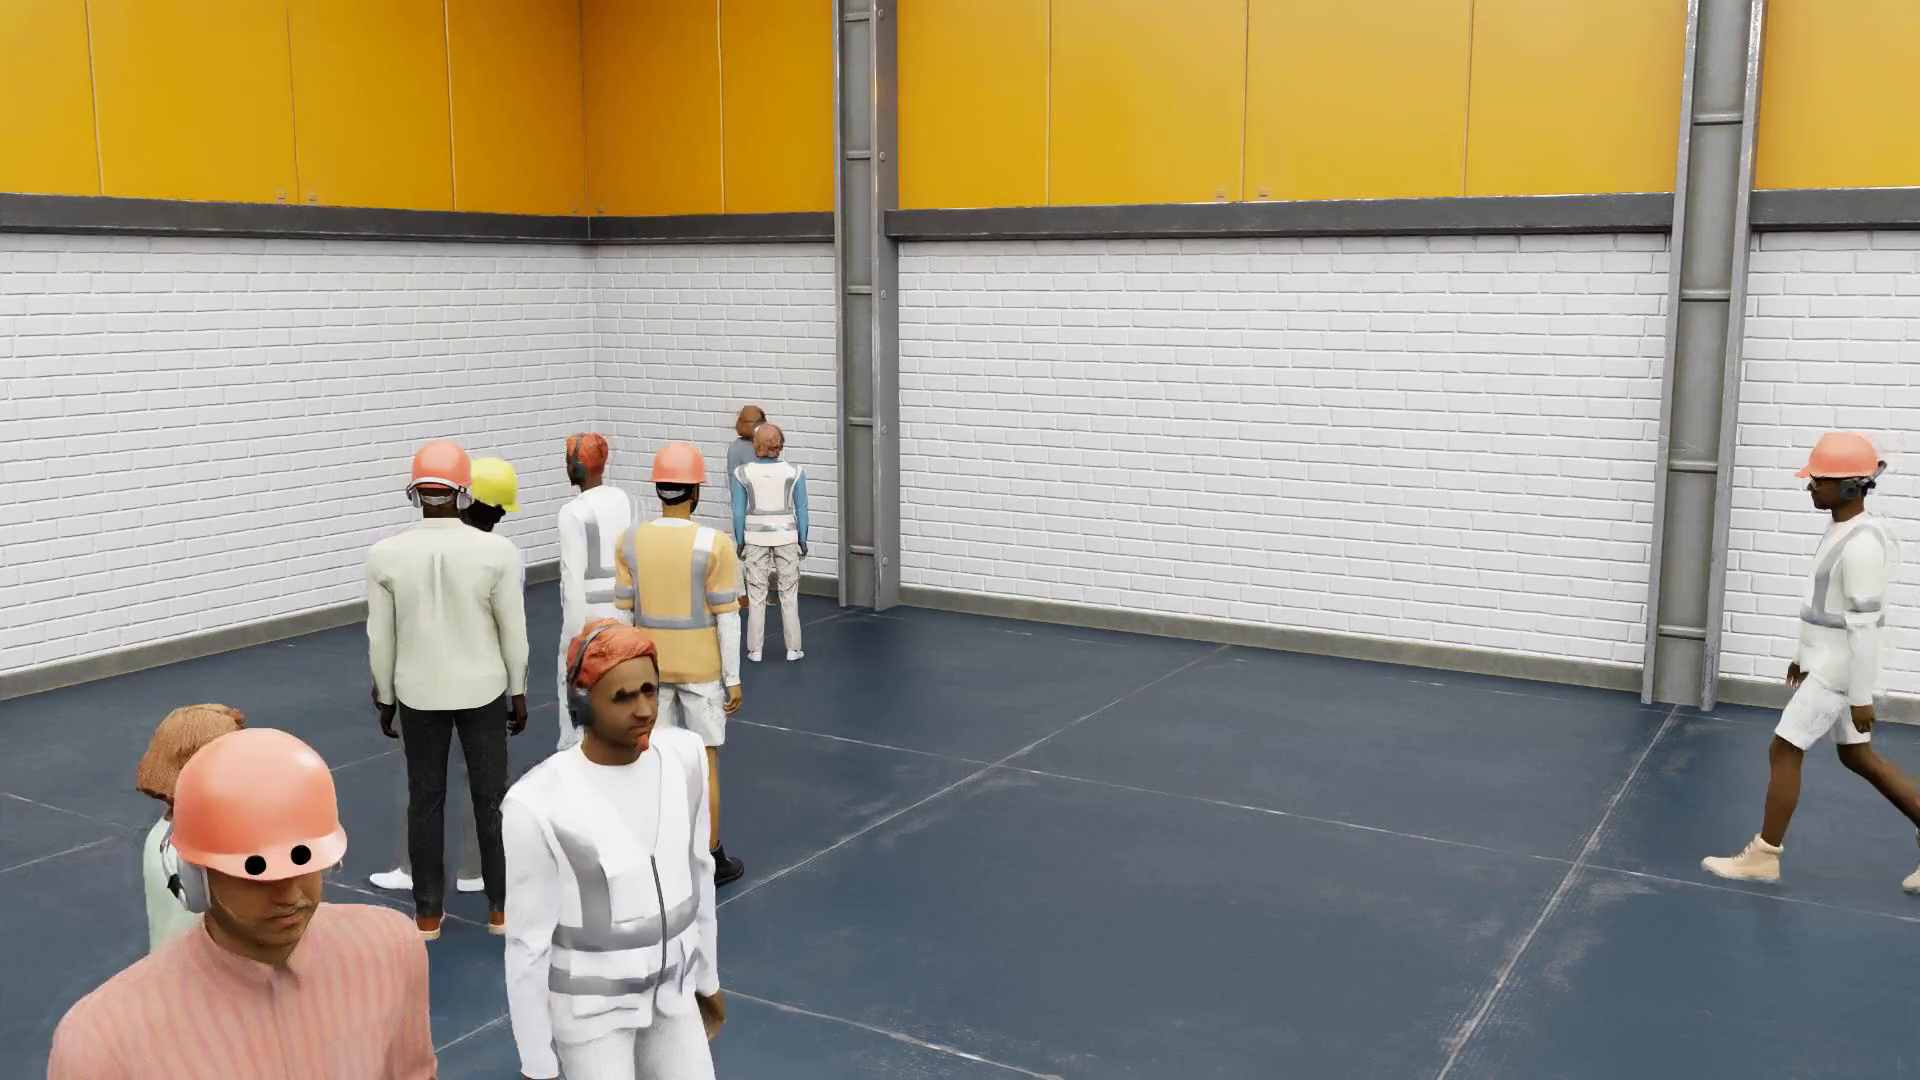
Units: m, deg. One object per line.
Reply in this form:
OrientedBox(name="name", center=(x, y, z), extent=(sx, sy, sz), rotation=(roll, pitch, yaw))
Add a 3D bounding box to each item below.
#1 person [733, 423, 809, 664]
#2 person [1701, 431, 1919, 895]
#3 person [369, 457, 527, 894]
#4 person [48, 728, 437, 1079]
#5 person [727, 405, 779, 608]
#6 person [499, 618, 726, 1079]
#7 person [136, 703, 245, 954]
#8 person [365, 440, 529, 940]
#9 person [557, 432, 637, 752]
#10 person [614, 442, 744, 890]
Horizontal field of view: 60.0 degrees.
OrientedBox(name="person", center=(-1.280, 0.029, 11.286), extent=(0.514, 1.641, 0.307), rotation=(-1, 9, -4))
OrientedBox(name="person", center=(3.800, 0.532, 7.046), extent=(1.000, 2.012, 0.603), rotation=(5, 10, 27))
OrientedBox(name="person", center=(-2.207, 0.584, 7.118), extent=(0.749, 1.877, 0.384), rotation=(1, 9, 5))
OrientedBox(name="person", center=(-1.167, 1.236, 2.731), extent=(0.674, 1.977, 0.629), rotation=(8, 12, 39))
OrientedBox(name="person", center=(-1.628, -0.254, 13.125), extent=(0.491, 1.614, 0.524), rotation=(6, 11, 33))
OrientedBox(name="person", center=(-0.823, 1.093, 3.933), extent=(0.481, 1.868, 0.599), rotation=(7, 12, 39))
OrientedBox(name="person", center=(-1.925, 1.192, 4.102), extent=(0.701, 1.612, 0.495), rotation=(-2, 9, -9))
OrientedBox(name="person", center=(-2.019, 0.601, 6.615), extent=(0.608, 1.995, 0.377), rotation=(-2, 9, -10))
OrientedBox(name="person", center=(-1.796, 0.373, 8.485), extent=(0.869, 1.857, 0.579), rotation=(5, 10, 29))
OrientedBox(name="person", center=(-1.191, 0.543, 7.157), extent=(0.553, 1.933, 0.367), rotation=(2, 9, 13))
